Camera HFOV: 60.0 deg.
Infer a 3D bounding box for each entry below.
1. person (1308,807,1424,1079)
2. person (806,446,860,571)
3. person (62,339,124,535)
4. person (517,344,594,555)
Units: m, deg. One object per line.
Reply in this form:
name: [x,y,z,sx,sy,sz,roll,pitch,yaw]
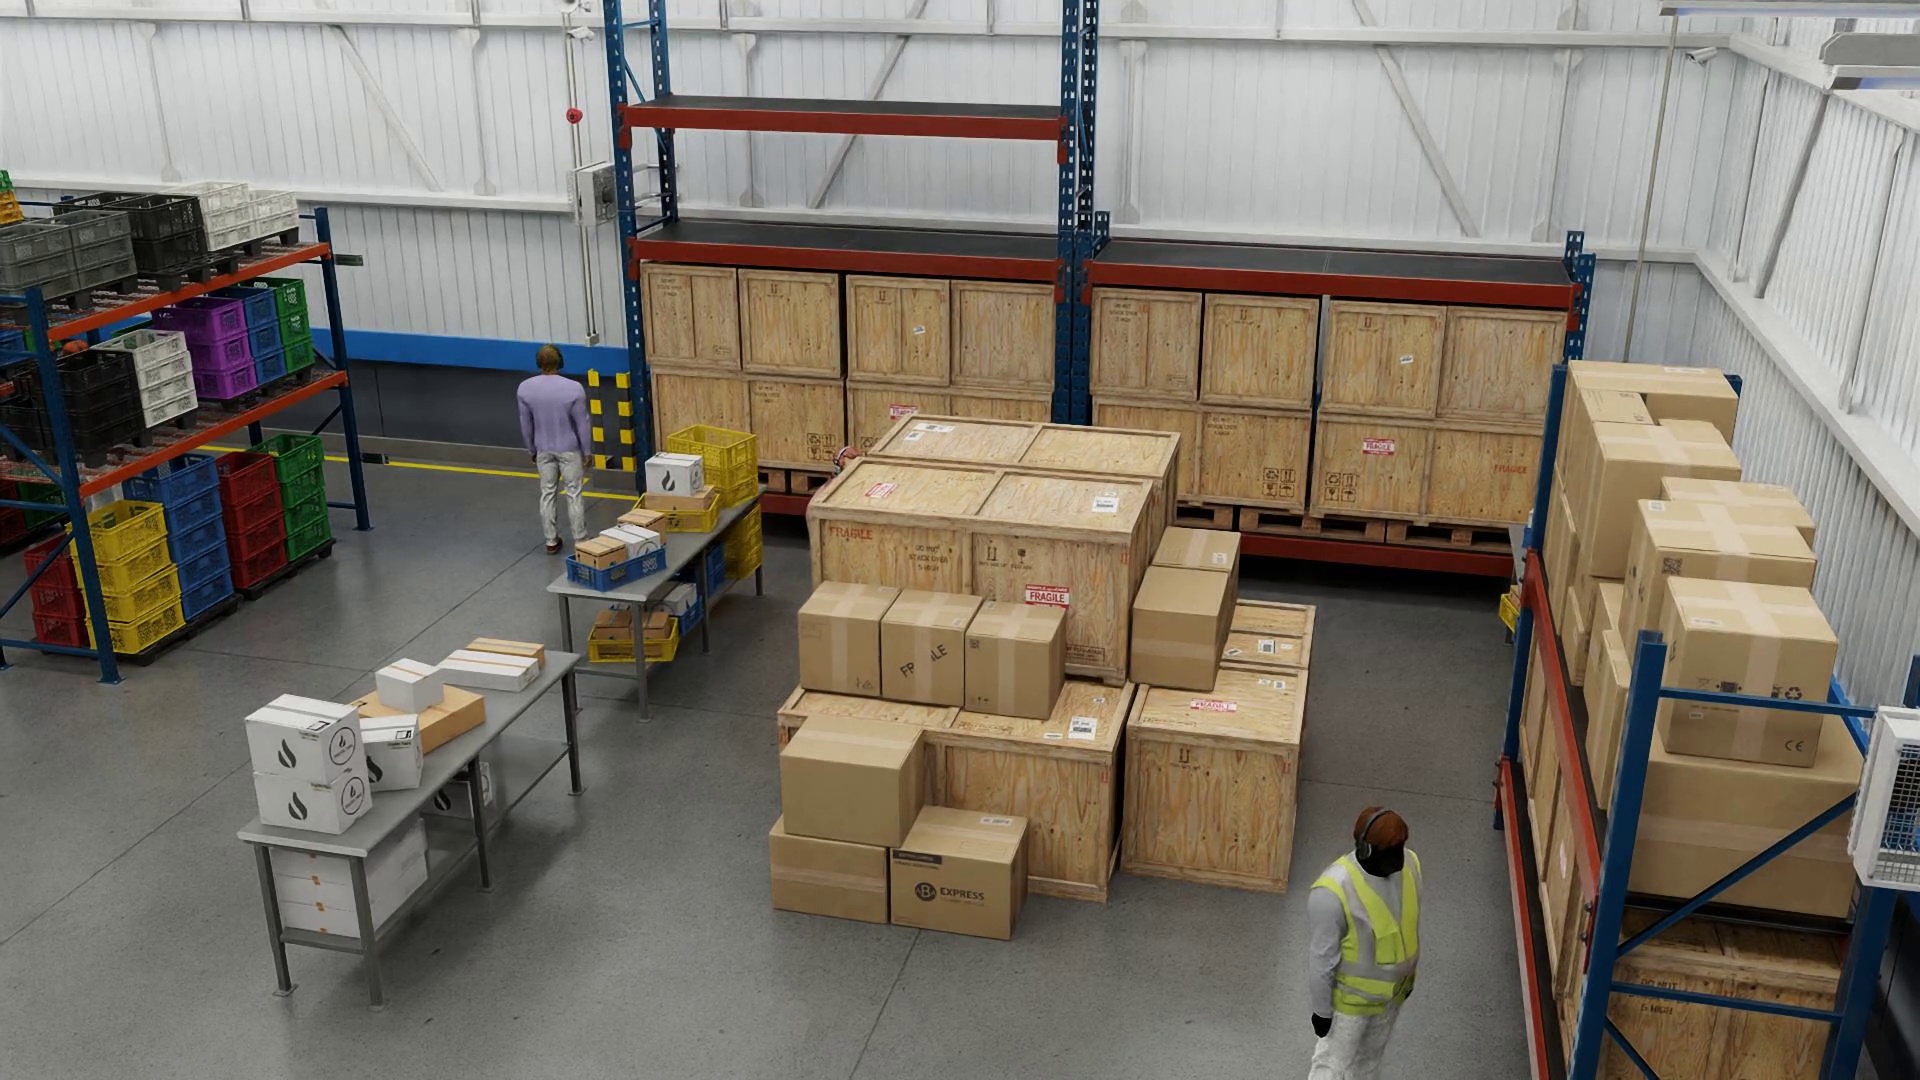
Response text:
person: [1.833,2.027,7.520,0.635,1.842,0.429,-14,25,-33]
person: [-0.813,0.219,12.181,0.398,1.900,0.635,19,28,40]
person: [-7.870,-0.908,15.138,0.572,1.886,0.355,4,21,11]
person: [-3.567,-0.799,14.779,0.631,1.940,0.372,2,21,6]
